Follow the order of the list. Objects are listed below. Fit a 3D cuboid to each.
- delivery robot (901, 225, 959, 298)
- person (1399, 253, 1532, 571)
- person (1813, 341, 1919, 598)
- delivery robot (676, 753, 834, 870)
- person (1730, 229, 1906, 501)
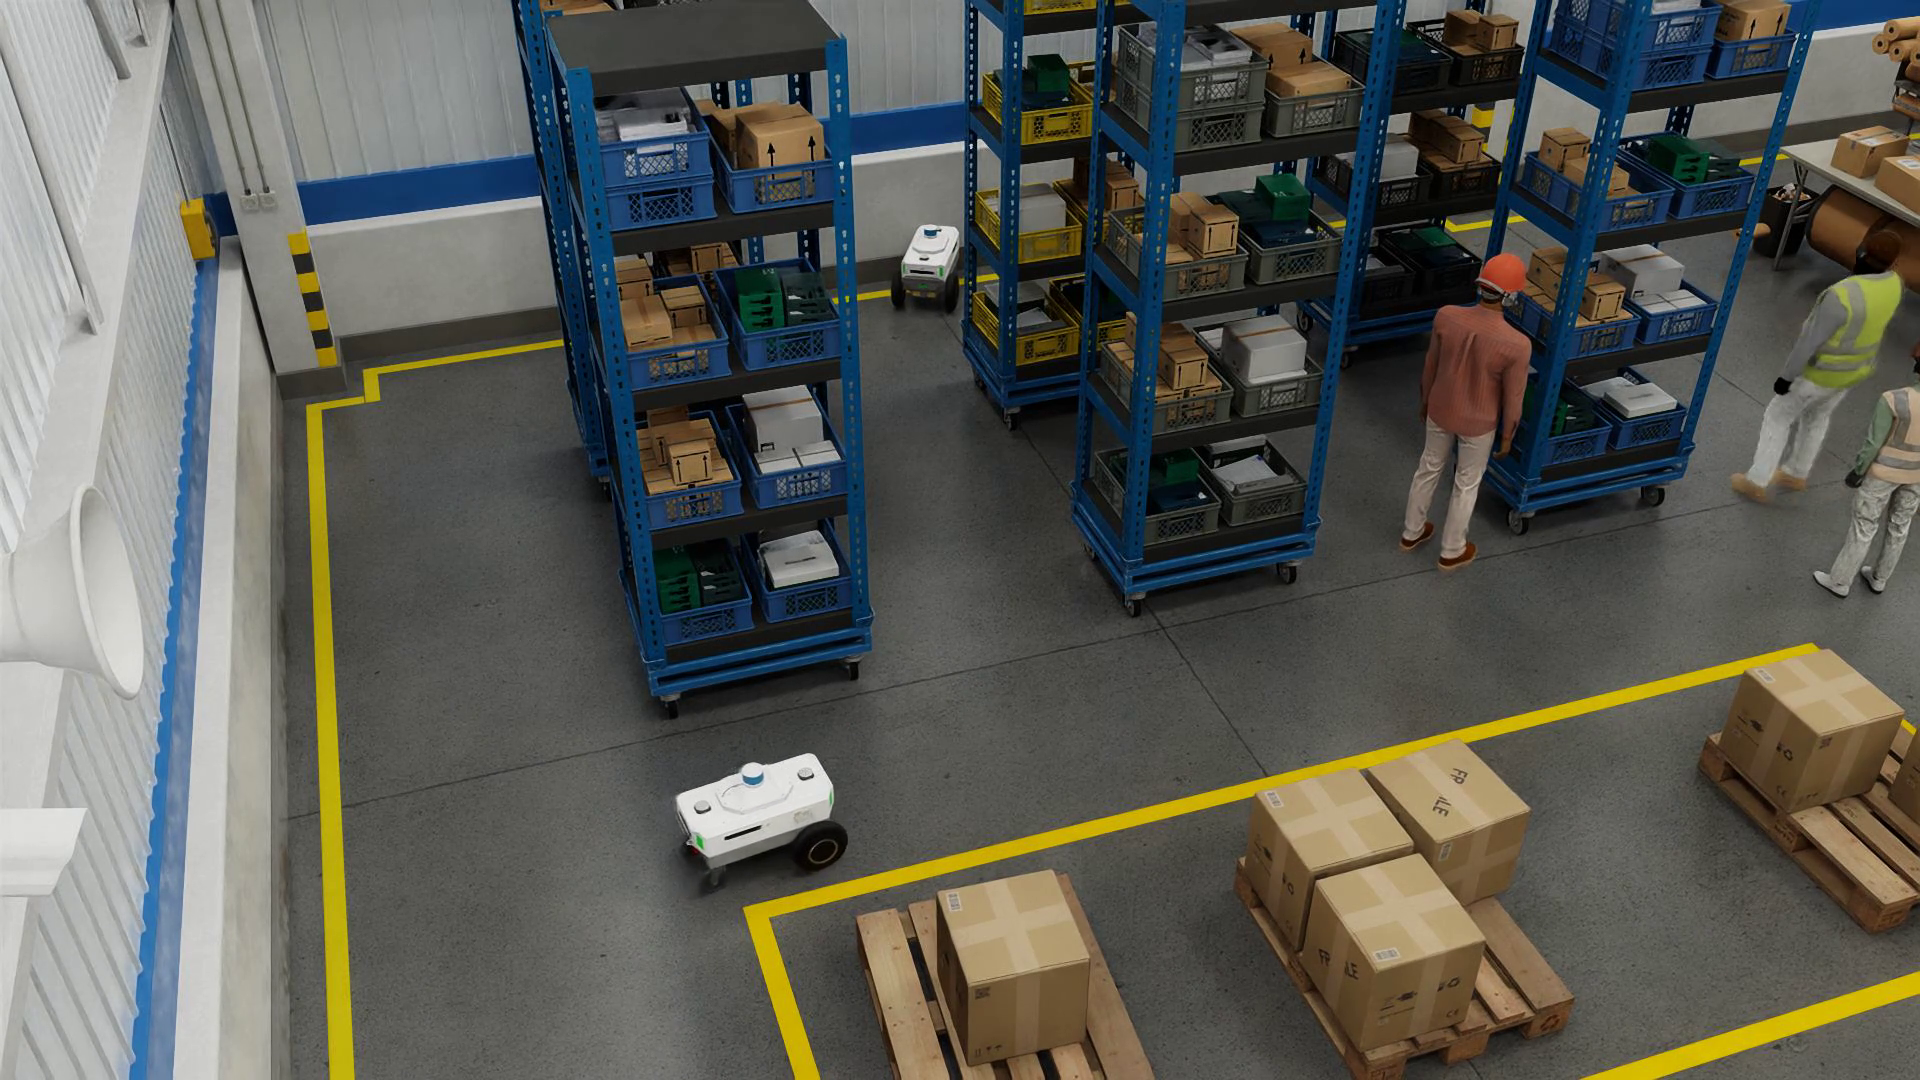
[{"bbox_3d":[-0.224,-2.189,12.812,0.477,0.478,0.707,6,36,8],"label":"delivery robot"},{"bbox_3d":[2.936,-0.726,9.594,0.623,1.982,0.415,28,44,34],"label":"person"},{"bbox_3d":[5.282,-0.386,9.398,0.511,1.641,0.307,-4,35,-6],"label":"person"},{"bbox_3d":[-0.971,1.269,7.910,0.707,0.478,0.477,-15,38,-21],"label":"delivery robot"},{"bbox_3d":[5.270,-1.077,10.233,0.692,1.812,0.560,-17,39,-23],"label":"person"}]
